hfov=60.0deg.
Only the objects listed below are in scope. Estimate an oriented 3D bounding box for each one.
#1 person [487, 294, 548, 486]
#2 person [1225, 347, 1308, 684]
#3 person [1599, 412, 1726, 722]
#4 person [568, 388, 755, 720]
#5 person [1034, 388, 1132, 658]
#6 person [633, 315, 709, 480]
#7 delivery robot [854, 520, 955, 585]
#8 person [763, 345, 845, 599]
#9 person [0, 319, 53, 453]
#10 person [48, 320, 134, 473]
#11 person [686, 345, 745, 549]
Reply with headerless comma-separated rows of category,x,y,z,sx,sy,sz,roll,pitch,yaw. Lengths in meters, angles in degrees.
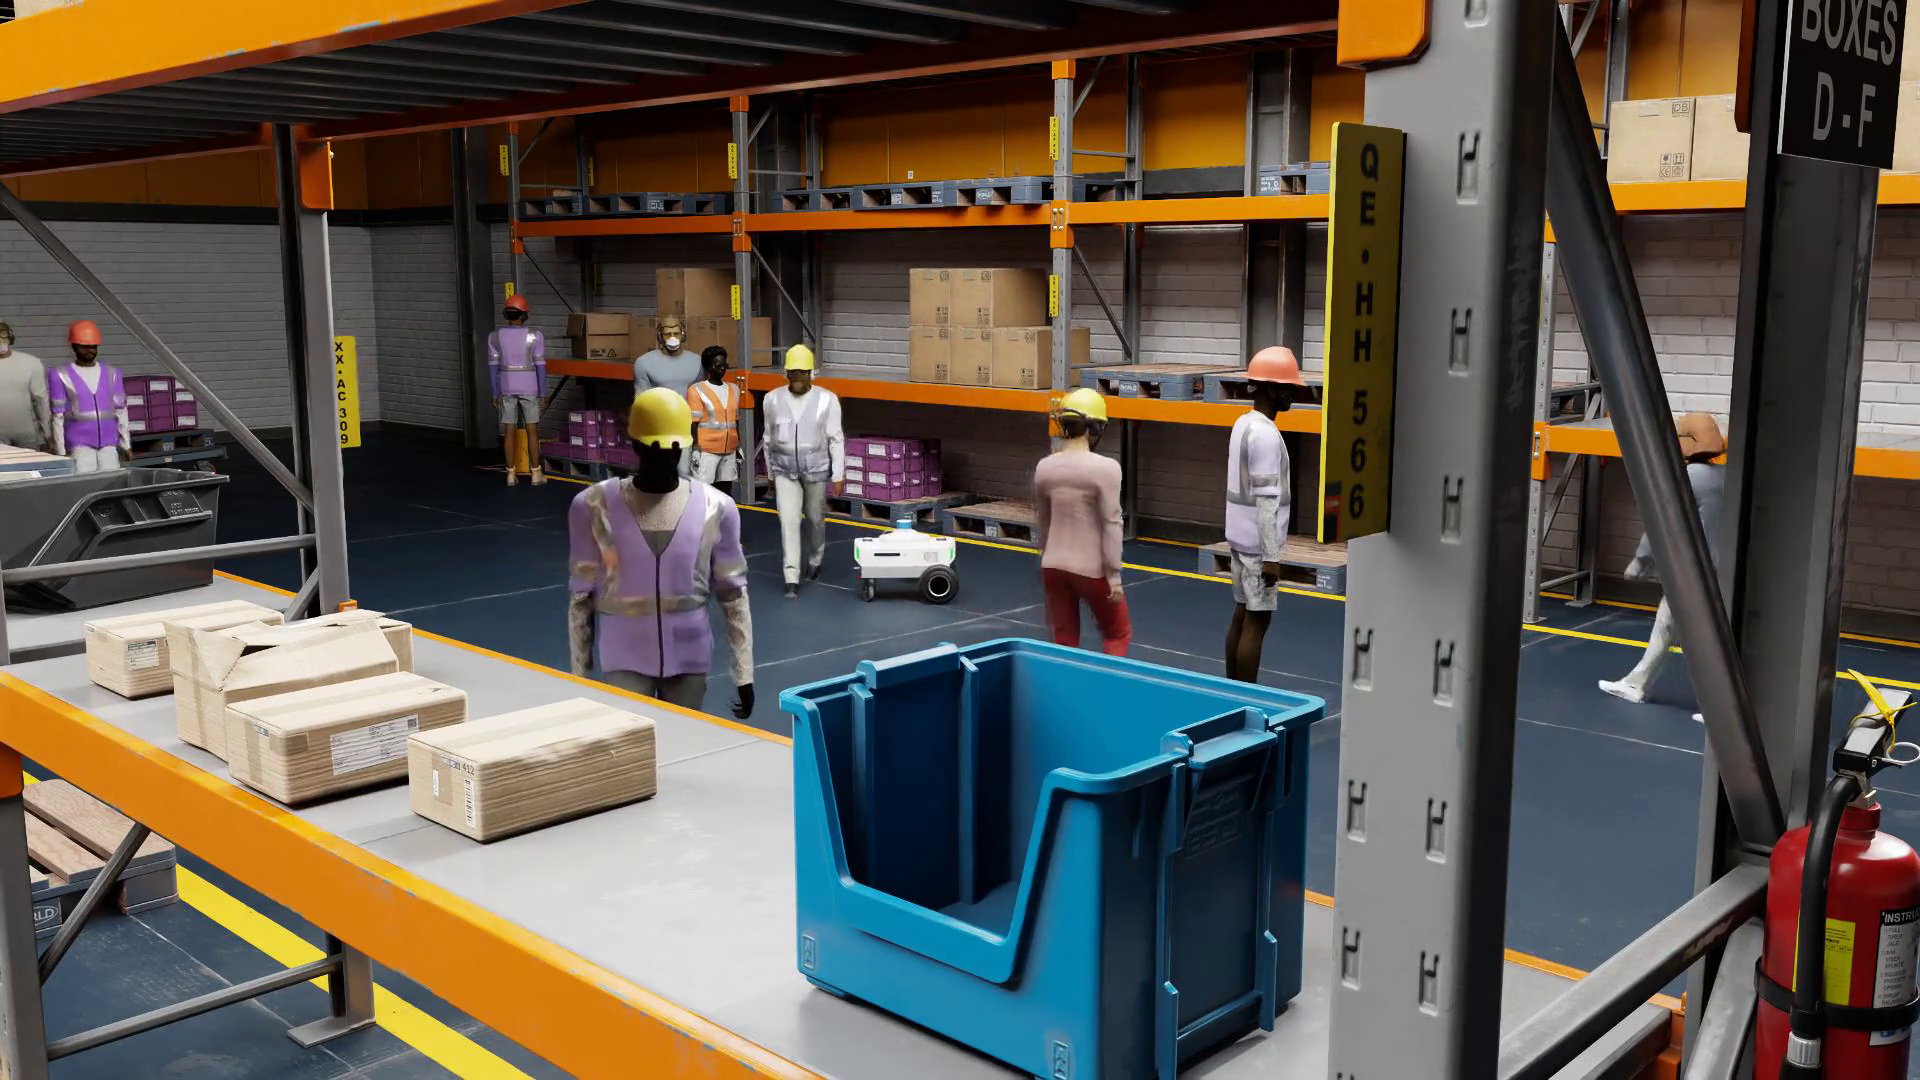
person,-4.721,-1.598,17.798,0.609,2.044,0.394,0,9,-1
person,1.519,0.007,8.292,0.378,1.932,0.551,0,9,-2
person,3.736,0.135,8.591,0.506,1.600,0.751,-7,12,-38
person,-1.003,0.442,5.684,0.619,1.906,0.698,-3,10,-18
person,0.596,0.150,8.002,0.551,1.734,0.508,8,12,40
person,-2.338,-0.854,13.564,0.629,1.940,0.379,-4,10,-21
delivery robot,-0.392,0.102,11.641,0.707,0.478,0.477,-1,9,-3
person,-1.123,-0.520,12.003,0.596,1.790,0.931,0,9,1
person,-7.926,-0.882,13.806,0.656,1.916,0.616,-9,13,-42
person,-6.818,-0.765,13.092,0.399,1.923,0.542,8,12,40
person,-1.989,-0.735,13.567,0.320,1.698,0.531,9,13,44
